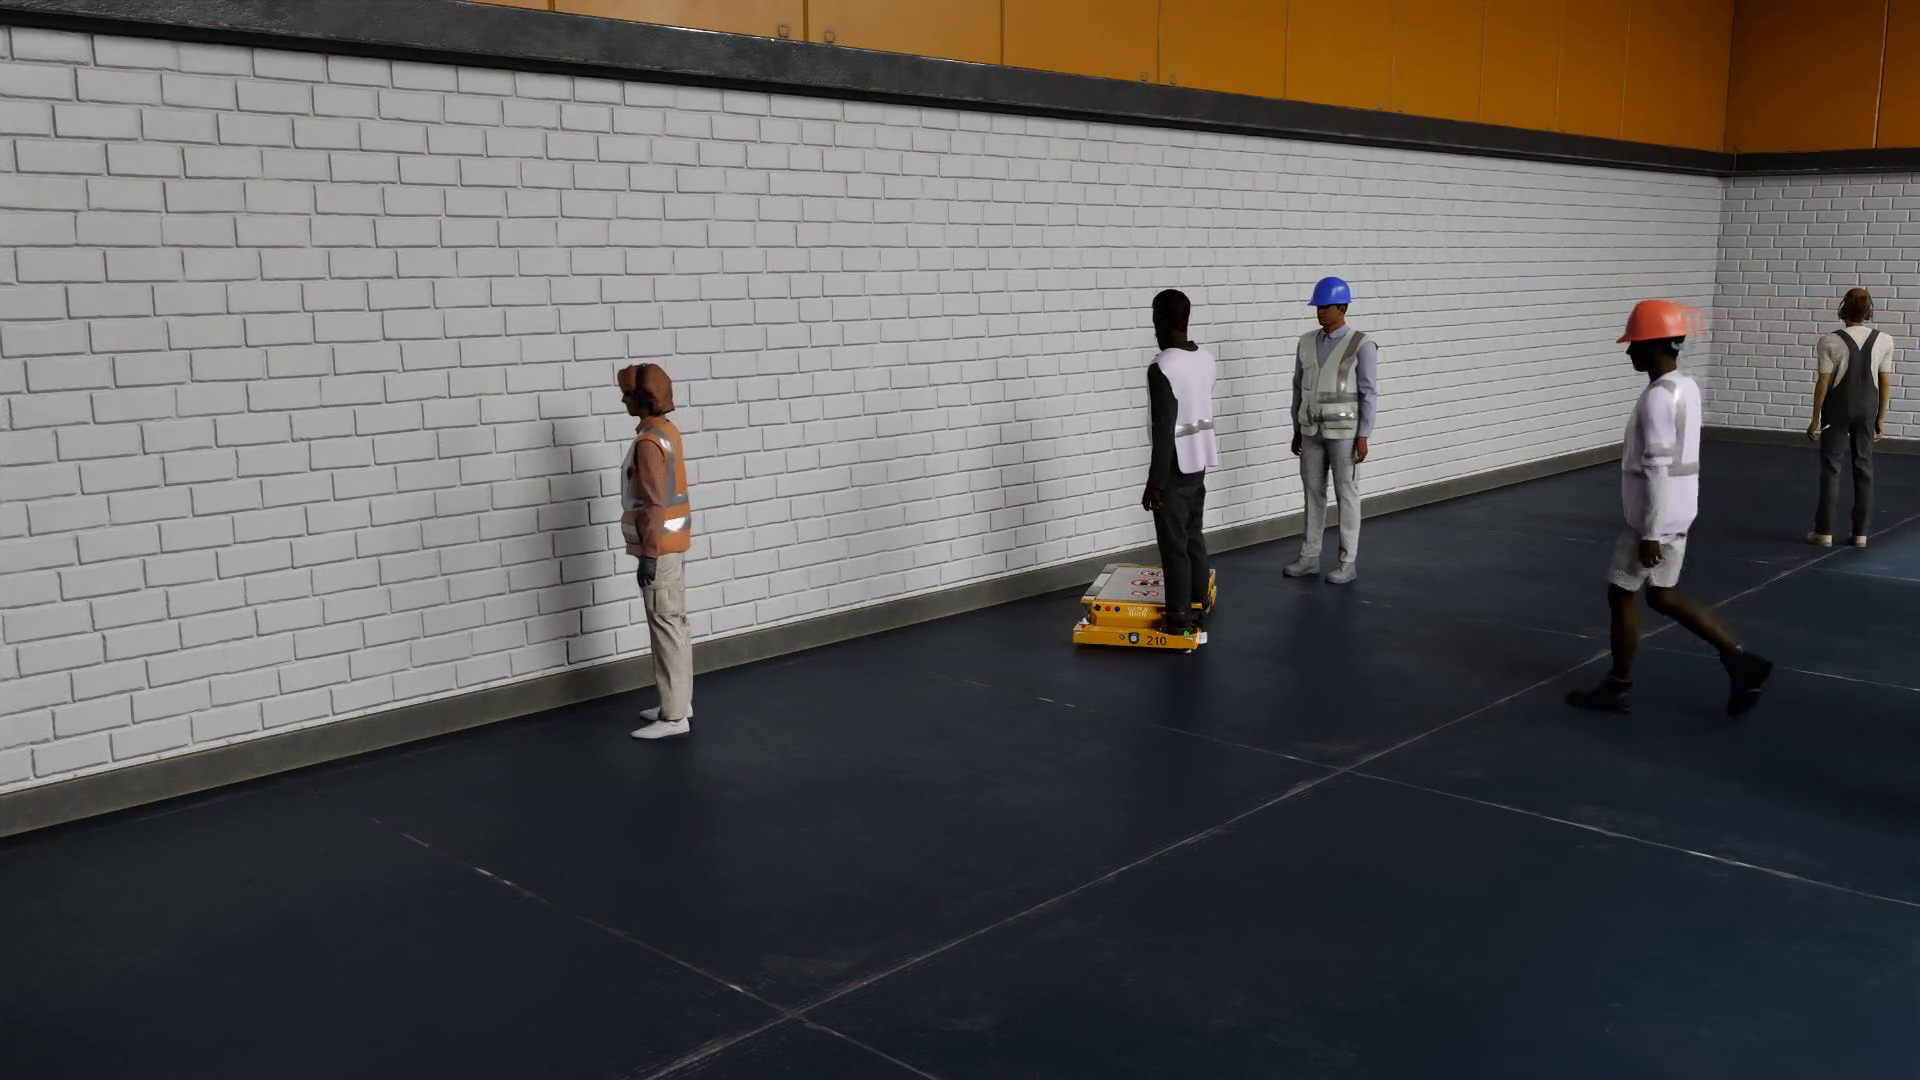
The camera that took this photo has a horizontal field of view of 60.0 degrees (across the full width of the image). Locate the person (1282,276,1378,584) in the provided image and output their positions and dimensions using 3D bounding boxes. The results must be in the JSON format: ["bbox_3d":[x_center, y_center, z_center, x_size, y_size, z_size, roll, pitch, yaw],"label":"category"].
[{"bbox_3d":[2.363,-0.698,10.620,0.406,1.947,0.607,-8,13,-40],"label":"person"}]

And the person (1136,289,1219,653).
[{"bbox_3d":[1.157,-0.359,8.787,0.372,1.912,0.592,6,12,32],"label":"person"}]

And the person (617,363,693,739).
[{"bbox_3d":[-1.320,0.049,7.254,0.311,1.636,0.523,0,10,-2],"label":"person"}]

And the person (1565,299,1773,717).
[{"bbox_3d":[3.189,-0.112,7.411,0.785,1.912,0.546,8,13,38],"label":"person"}]

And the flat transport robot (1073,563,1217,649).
[{"bbox_3d":[1.072,0.352,9.410,0.652,0.197,1.431,2,10,13],"label":"flat transport robot"}]

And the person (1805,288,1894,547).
[{"bbox_3d":[6.326,-0.865,11.858,0.504,1.847,0.344,1,10,8],"label":"person"}]
